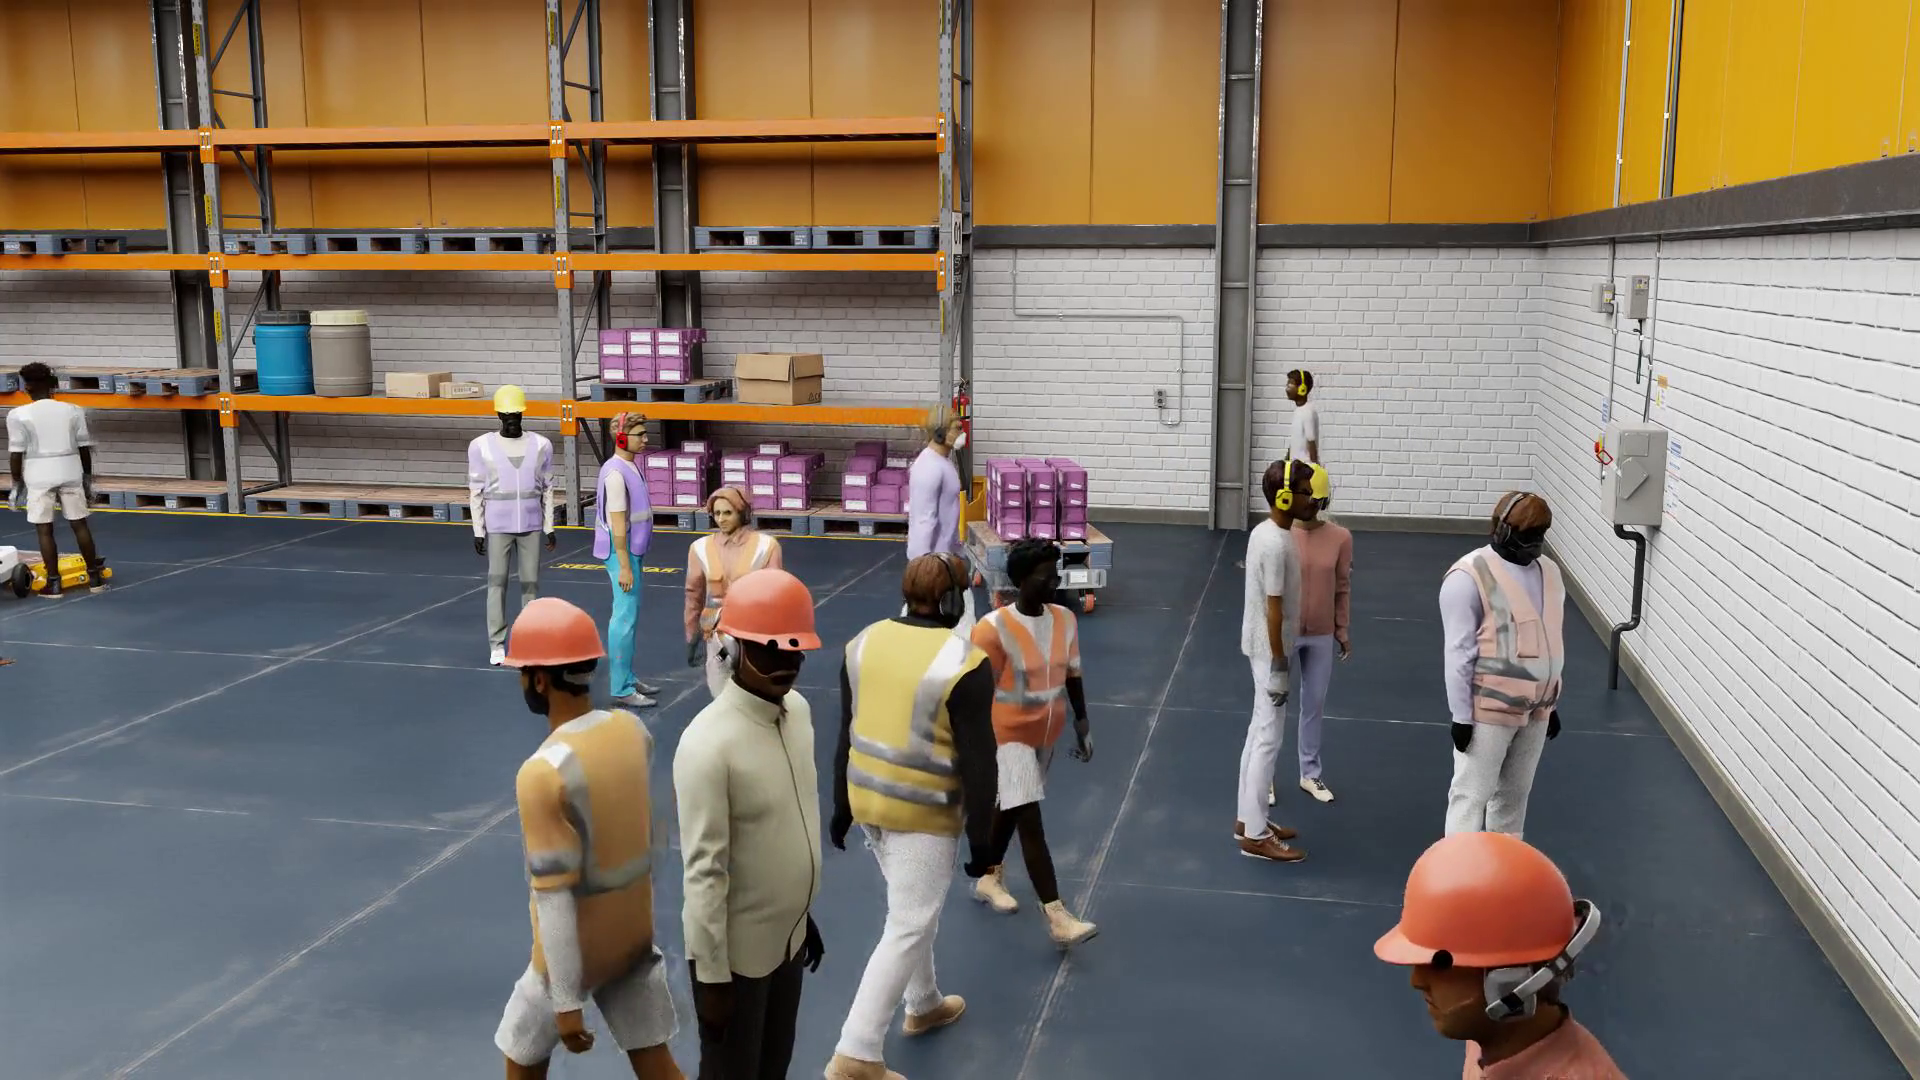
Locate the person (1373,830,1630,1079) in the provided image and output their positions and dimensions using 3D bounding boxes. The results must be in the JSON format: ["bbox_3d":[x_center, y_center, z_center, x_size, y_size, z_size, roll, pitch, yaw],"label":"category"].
[{"bbox_3d":[1.071,1.394,2.654,1.035,1.926,0.628,2,10,9],"label":"person"}]

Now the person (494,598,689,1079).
[{"bbox_3d":[-0.990,1.091,4.555,1.027,1.884,0.531,5,11,28],"label":"person"}]

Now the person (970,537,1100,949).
[{"bbox_3d":[0.325,0.810,6.804,0.545,1.649,0.892,-8,13,-41],"label":"person"}]

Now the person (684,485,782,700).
[{"bbox_3d":[-1.160,0.528,8.578,0.546,1.626,0.362,2,10,10],"label":"person"}]

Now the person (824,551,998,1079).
[{"bbox_3d":[-0.211,0.948,5.676,0.642,1.799,0.807,9,13,43],"label":"person"}]

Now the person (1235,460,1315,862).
[{"bbox_3d":[1.471,0.552,7.768,0.310,1.861,0.533,1,10,5],"label":"person"}]

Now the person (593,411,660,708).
[{"bbox_3d":[-2.094,0.116,10.395,0.375,1.843,0.575,-1,10,-5],"label":"person"}]

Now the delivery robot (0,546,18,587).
[{"bbox_3d":[-7.887,0.205,13.407,0.477,0.478,0.707,-2,10,-11],"label":"delivery robot"}]

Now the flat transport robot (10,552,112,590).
[{"bbox_3d":[-8.118,0.246,14.280,1.431,0.197,0.652,3,10,16],"label":"flat transport robot"}]

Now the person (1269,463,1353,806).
[{"bbox_3d":[1.749,0.480,8.484,0.526,1.765,0.329,-2,10,-9],"label":"person"}]

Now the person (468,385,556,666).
[{"bbox_3d":[-3.072,-0.107,11.476,0.585,1.928,0.365,-6,11,-30],"label":"person"}]

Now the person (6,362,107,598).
[{"bbox_3d":[-7.472,-0.492,13.754,0.407,1.938,0.745,9,13,43],"label":"person"}]

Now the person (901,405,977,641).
[{"bbox_3d":[-0.030,0.116,10.258,0.985,1.888,0.655,0,10,3],"label":"person"}]

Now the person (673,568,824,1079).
[{"bbox_3d":[-0.527,1.053,4.415,0.392,1.991,0.612,3,10,19],"label":"person"}]

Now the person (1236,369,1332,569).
[{"bbox_3d":[3.003,-0.599,14.729,0.993,1.818,0.513,2,10,10],"label":"person"}]

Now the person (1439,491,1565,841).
[{"bbox_3d":[2.277,0.707,6.927,0.622,1.838,0.429,-6,11,-31],"label":"person"}]

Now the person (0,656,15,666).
[{"bbox_3d":[-6.798,0.123,11.119,0.686,1.580,0.514,-7,12,-35],"label":"person"}]
